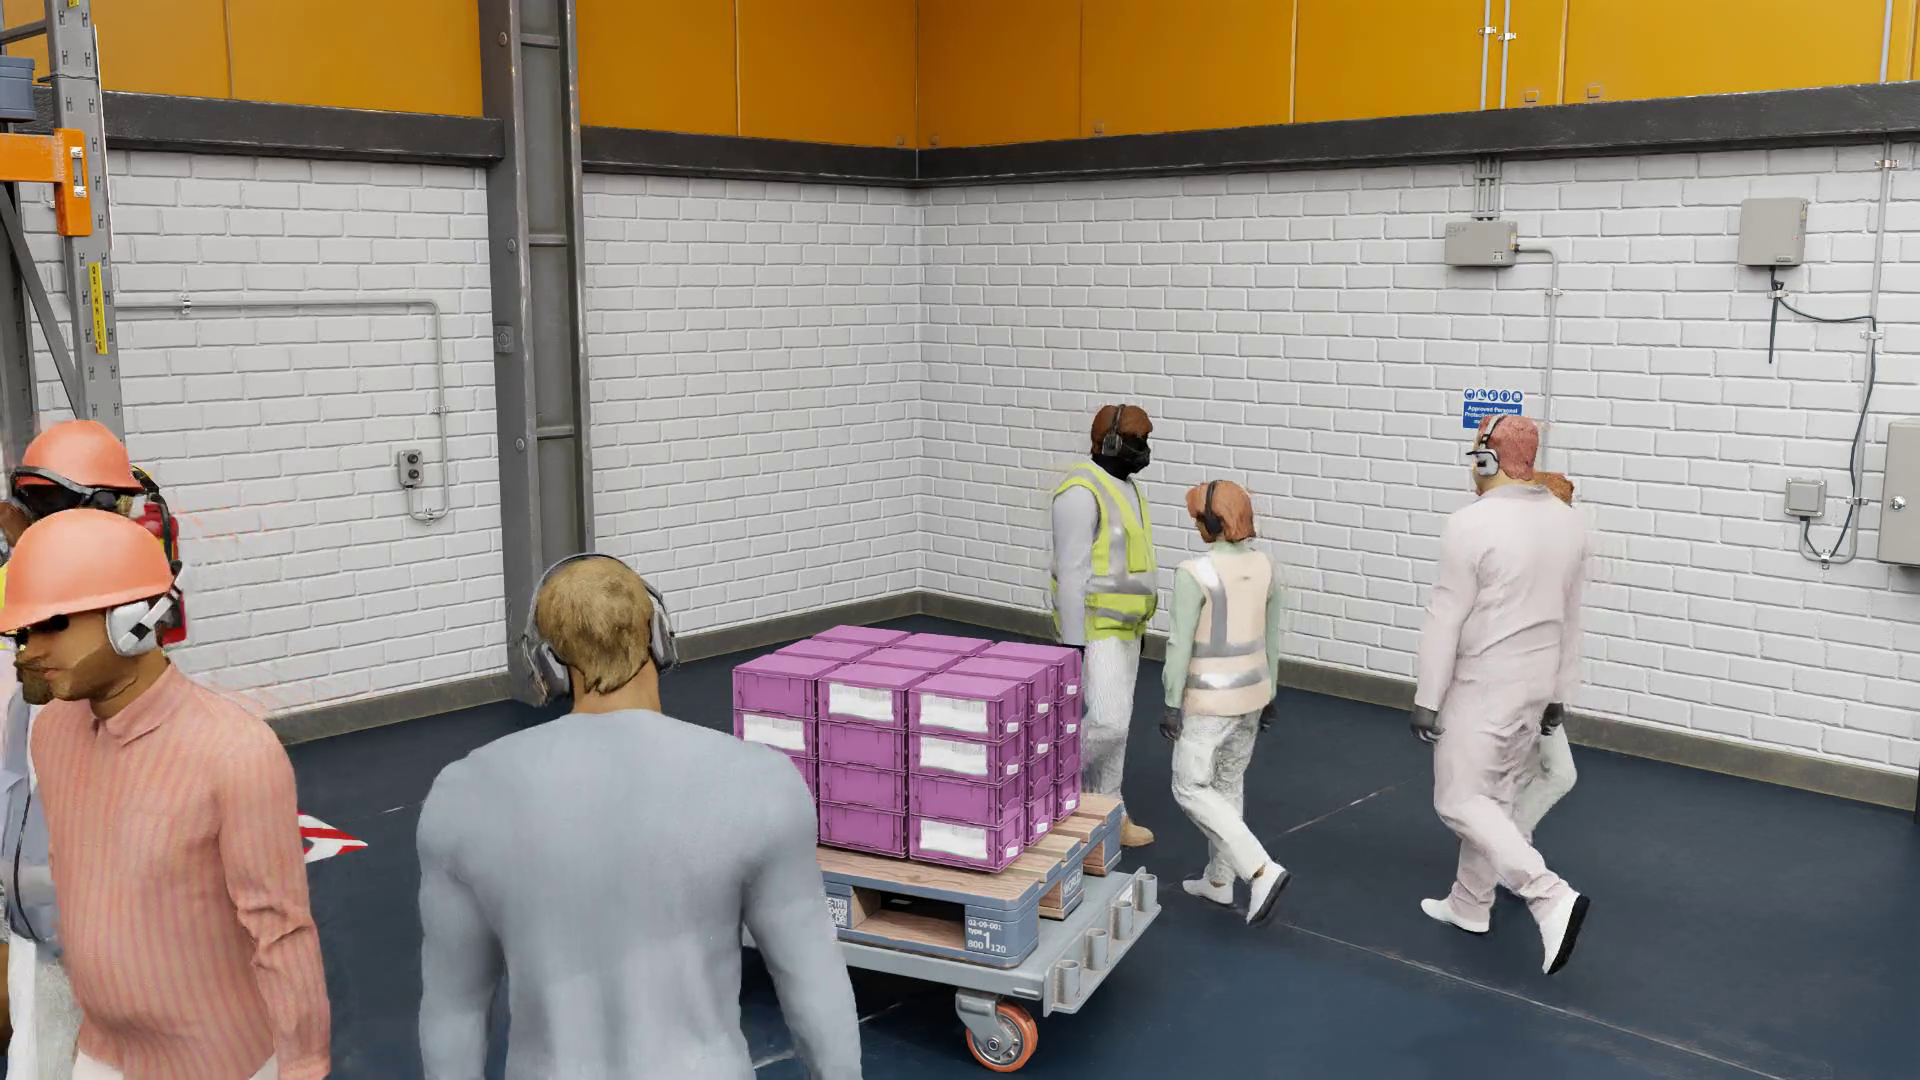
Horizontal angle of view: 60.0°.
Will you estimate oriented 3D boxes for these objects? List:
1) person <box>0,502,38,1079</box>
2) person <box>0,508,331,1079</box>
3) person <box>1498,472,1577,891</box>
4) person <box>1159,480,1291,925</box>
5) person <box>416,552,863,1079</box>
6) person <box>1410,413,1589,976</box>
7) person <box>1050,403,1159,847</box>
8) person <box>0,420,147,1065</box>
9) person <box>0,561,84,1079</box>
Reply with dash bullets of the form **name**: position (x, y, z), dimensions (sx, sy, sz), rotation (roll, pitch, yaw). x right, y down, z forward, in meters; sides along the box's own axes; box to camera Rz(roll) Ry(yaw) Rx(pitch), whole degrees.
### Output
- **person**: position (-2.381, 0.771, 4.372), dimensions (0.643, 1.790, 0.970), rotation (3, 10, 17)
- **person**: position (-1.407, 0.906, 3.054), dimensions (0.663, 1.958, 0.598), rotation (4, 10, 24)
- **person**: position (2.150, 0.550, 6.203), dimensions (0.337, 1.621, 0.535), rotation (4, 10, 22)
- **person**: position (0.986, 0.590, 5.967), dimensions (0.525, 1.619, 0.548), rotation (-7, 12, -38)
- **person**: position (-0.504, 0.979, 2.735), dimensions (0.732, 1.900, 0.451), rotation (1, 9, 7)
- **person**: position (1.877, 0.517, 5.650), dimensions (0.670, 1.880, 0.746), rotation (-7, 11, -35)
- **person**: position (0.581, 0.357, 6.780), dimensions (0.459, 1.830, 0.652), rotation (5, 10, 28)
- **person**: position (-2.284, 0.680, 4.360), dimensions (0.633, 1.976, 1.057), rotation (5, 11, 29)
- **person**: position (-1.852, 0.860, 3.804), dimensions (0.606, 1.796, 0.705), rotation (5, 11, 30)
